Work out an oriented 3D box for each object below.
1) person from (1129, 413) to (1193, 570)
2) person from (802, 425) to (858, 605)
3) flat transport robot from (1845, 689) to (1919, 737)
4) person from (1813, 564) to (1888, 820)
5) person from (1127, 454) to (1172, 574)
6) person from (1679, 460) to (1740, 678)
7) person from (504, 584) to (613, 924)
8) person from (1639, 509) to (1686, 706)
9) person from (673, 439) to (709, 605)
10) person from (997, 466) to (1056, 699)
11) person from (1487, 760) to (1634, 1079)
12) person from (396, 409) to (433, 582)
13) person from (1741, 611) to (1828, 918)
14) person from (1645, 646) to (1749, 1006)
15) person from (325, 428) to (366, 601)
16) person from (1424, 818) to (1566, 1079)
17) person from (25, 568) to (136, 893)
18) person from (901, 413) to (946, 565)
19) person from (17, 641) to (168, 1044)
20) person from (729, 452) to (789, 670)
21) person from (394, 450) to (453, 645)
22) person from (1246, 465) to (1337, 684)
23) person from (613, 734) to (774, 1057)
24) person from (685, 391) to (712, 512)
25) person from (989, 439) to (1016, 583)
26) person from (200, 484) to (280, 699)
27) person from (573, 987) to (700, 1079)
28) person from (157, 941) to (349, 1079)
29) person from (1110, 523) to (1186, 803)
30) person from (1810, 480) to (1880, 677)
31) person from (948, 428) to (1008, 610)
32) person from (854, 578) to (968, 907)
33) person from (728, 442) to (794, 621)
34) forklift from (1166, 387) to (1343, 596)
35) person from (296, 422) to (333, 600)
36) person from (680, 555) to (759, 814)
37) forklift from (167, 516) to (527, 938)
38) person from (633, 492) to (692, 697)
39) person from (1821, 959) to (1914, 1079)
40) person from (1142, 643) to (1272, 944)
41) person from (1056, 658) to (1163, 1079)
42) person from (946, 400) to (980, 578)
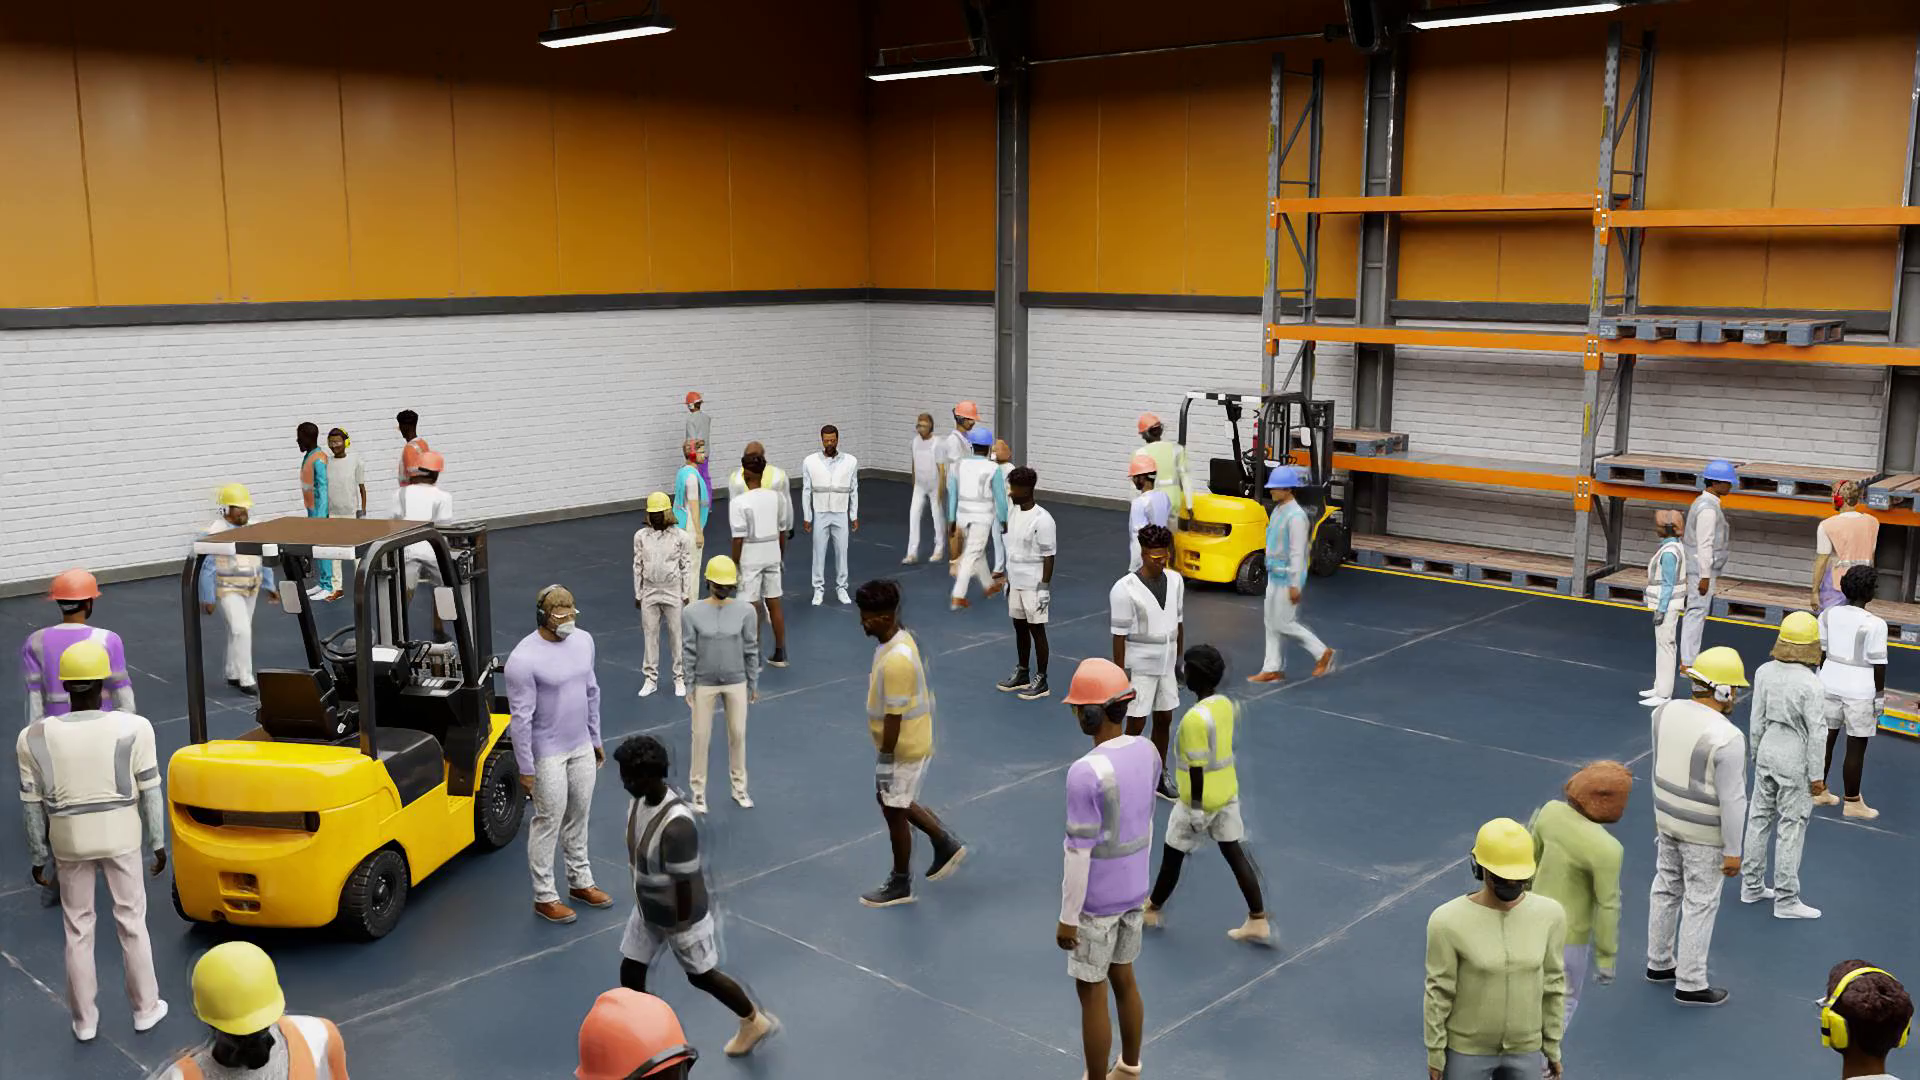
[{"bbox_3d":[2.164,-0.361,17.981,0.645,1.976,0.721,-2,10,-10],"label":"person"},{"bbox_3d":[-1.372,-0.269,17.627,0.595,1.918,0.386,-2,10,-10],"label":"person"},{"bbox_3d":[7.516,1.389,12.873,0.652,0.197,1.431,-6,12,-32],"label":"flat transport robot"},{"bbox_3d":[5.903,1.000,11.025,0.318,1.700,0.535,-4,11,-20],"label":"person"},{"bbox_3d":[1.678,0.194,14.981,0.410,1.938,0.548,7,12,34],"label":"person"},{"bbox_3d":[6.548,0.256,14.581,0.412,1.942,0.609,4,11,22],"label":"person"},{"bbox_3d":[-2.252,1.187,9.325,0.381,1.929,0.635,6,11,29],"label":"person"},{"bbox_3d":[5.814,0.557,13.720,0.307,1.638,0.513,4,11,24],"label":"person"},{"bbox_3d":[-2.733,-0.112,16.930,0.390,1.848,0.563,-3,10,-18],"label":"person"},{"bbox_3d":[0.558,0.351,13.968,0.365,1.959,0.612,-6,12,-30],"label":"person"},{"bbox_3d":[2.593,1.716,7.223,0.528,1.595,0.544,-3,10,-17],"label":"person"},{"bbox_3d":[-6.147,-0.497,18.794,0.373,1.963,0.607,-1,10,-4],"label":"person"},{"bbox_3d":[4.691,1.260,9.410,0.284,1.746,0.492,-3,10,-18],"label":"person"},{"bbox_3d":[3.680,1.419,8.297,0.403,1.821,0.602,-3,10,-15],"label":"person"},{"bbox_3d":[-6.597,-0.266,17.779,0.514,1.861,0.328,0,10,-2],"label":"person"},{"bbox_3d":[1.941,1.847,6.041,0.518,1.759,0.330,-1,10,-6],"label":"person"},{"bbox_3d":[-5.219,1.112,9.867,0.555,1.891,0.994,0,10,2],"label":"person"},{"bbox_3d":[-0.416,-0.593,19.759,0.536,1.807,0.857,5,11,26],"label":"person"},{"bbox_3d":[-4.111,1.430,7.928,0.593,1.924,0.381,-4,11,-21],"label":"person"},{"bbox_3d":[-1.800,0.209,14.838,0.636,1.967,0.490,-9,14,-43],"label":"person"},{"bbox_3d":[-5.023,0.133,15.456,0.577,1.890,0.838,0,10,-1],"label":"person"},{"bbox_3d":[2.860,0.314,14.288,0.655,1.932,0.616,-1,10,-6],"label":"person"},{"bbox_3d":[-1.270,1.642,7.537,0.866,1.641,0.581,-7,12,-37],"label":"person"},{"bbox_3d":[-3.740,-1.234,23.594,0.341,1.747,0.570,4,11,19],"label":"person"},{"bbox_3d":[0.465,-0.327,18.797,0.276,1.627,0.504,-7,12,-33],"label":"person"},{"bbox_3d":[-6.020,0.424,14.026,0.729,1.801,0.593,4,11,19],"label":"person"},{"bbox_3d":[-0.737,2.060,4.037,0.395,2.033,0.605,8,13,38],"label":"person"},{"bbox_3d":[-2.060,1.997,4.806,0.837,1.890,0.598,7,12,35],"label":"person"},{"bbox_3d":[1.278,0.845,11.201,0.615,1.951,0.388,-7,12,-35],"label":"person"},{"bbox_3d":[7.411,0.417,13.965,0.560,1.836,0.394,-2,10,-13],"label":"person"},{"bbox_3d":[0.192,-0.231,17.510,0.606,1.885,1.027,8,13,39],"label":"person"},{"bbox_3d":[-0.307,1.152,9.480,0.606,1.937,0.628,-2,10,-9],"label":"person"},{"bbox_3d":[-2.036,-0.109,17.065,0.650,1.789,0.963,-1,10,-7],"label":"person"},{"bbox_3d":[3.298,-0.608,18.767,1.214,2.155,2.313,9,13,42],"label":"forklift"},{"bbox_3d":[-6.909,-0.320,17.920,0.373,1.915,0.596,-6,12,-30],"label":"person"},{"bbox_3d":[-1.594,0.960,11.107,0.522,1.760,0.374,-3,10,-15],"label":"person"},{"bbox_3d":[-3.583,0.976,9.748,1.214,2.155,2.313,2,10,11],"label":"forklift"},{"bbox_3d":[-2.505,0.458,13.986,0.492,1.744,0.295,0,10,1],"label":"person"},{"bbox_3d":[2.410,2.058,4.554,0.512,1.861,0.325,-2,10,-11],"label":"person"},{"bbox_3d":[1.325,1.373,9.040,0.891,1.646,0.545,6,12,33],"label":"person"},{"bbox_3d":[0.613,1.510,7.195,0.410,2.030,0.611,8,12,37],"label":"person"},{"bbox_3d":[0.043,-0.584,19.089,0.383,2.036,0.605,2,10,12],"label":"person"}]
